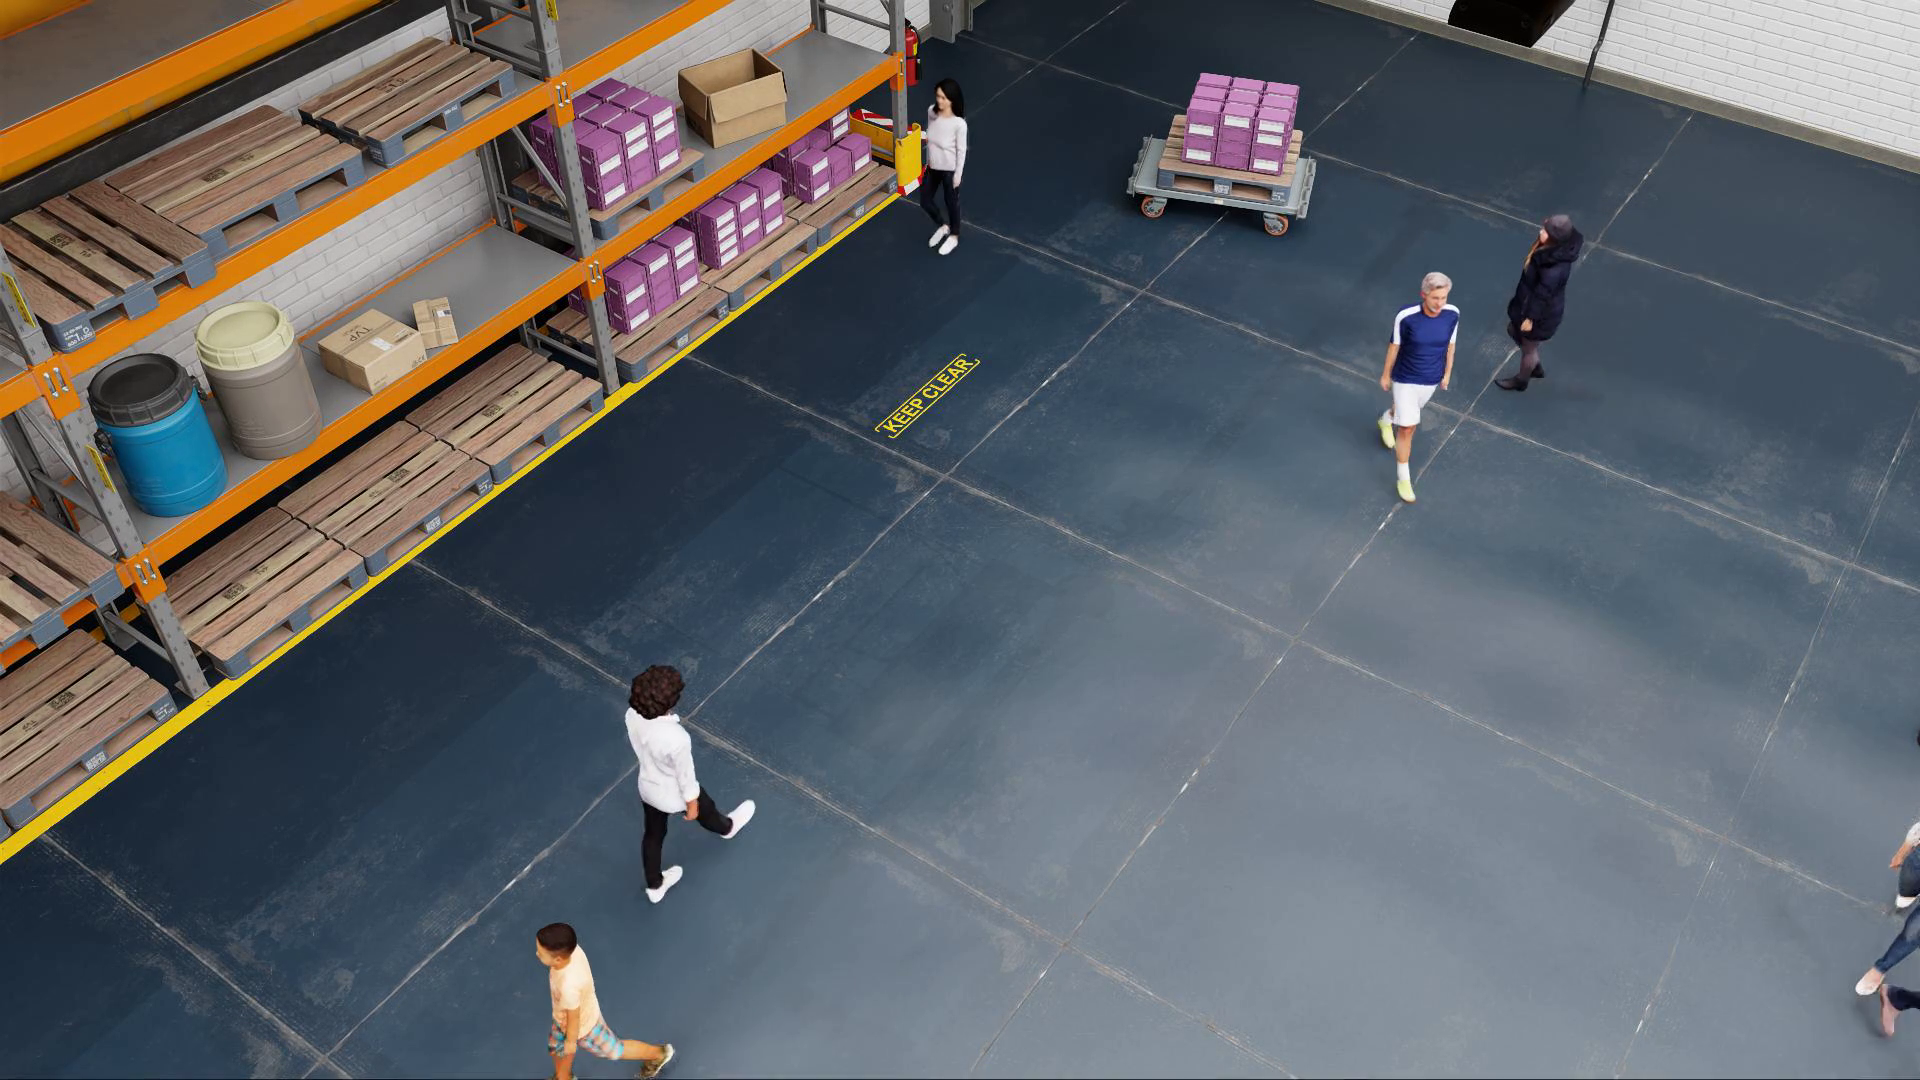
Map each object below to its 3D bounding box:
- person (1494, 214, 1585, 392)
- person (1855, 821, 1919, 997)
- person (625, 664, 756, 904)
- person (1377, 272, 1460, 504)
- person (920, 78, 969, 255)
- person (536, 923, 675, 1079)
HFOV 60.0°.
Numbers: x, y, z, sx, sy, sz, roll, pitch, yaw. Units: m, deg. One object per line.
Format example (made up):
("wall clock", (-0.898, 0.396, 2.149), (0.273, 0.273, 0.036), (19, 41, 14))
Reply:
("person", (4.613, -1.826, 13.036), (0.829, 1.668, 0.718), (11, 45, 11))
("person", (5.460, 1.794, 9.219), (1.190, 1.692, 0.765), (-31, 52, -29))
("person", (-1.731, 1.441, 9.536), (0.659, 1.766, 1.068), (27, 50, 25))
("person", (3.361, -1.261, 12.349), (1.154, 1.798, 1.198), (-8, 44, -8))
("person", (-0.071, -3.297, 14.562), (0.637, 1.692, 0.590), (30, 51, 28))
("person", (-1.914, 2.465, 8.699), (1.059, 1.438, 0.844), (-18, 47, -18))
